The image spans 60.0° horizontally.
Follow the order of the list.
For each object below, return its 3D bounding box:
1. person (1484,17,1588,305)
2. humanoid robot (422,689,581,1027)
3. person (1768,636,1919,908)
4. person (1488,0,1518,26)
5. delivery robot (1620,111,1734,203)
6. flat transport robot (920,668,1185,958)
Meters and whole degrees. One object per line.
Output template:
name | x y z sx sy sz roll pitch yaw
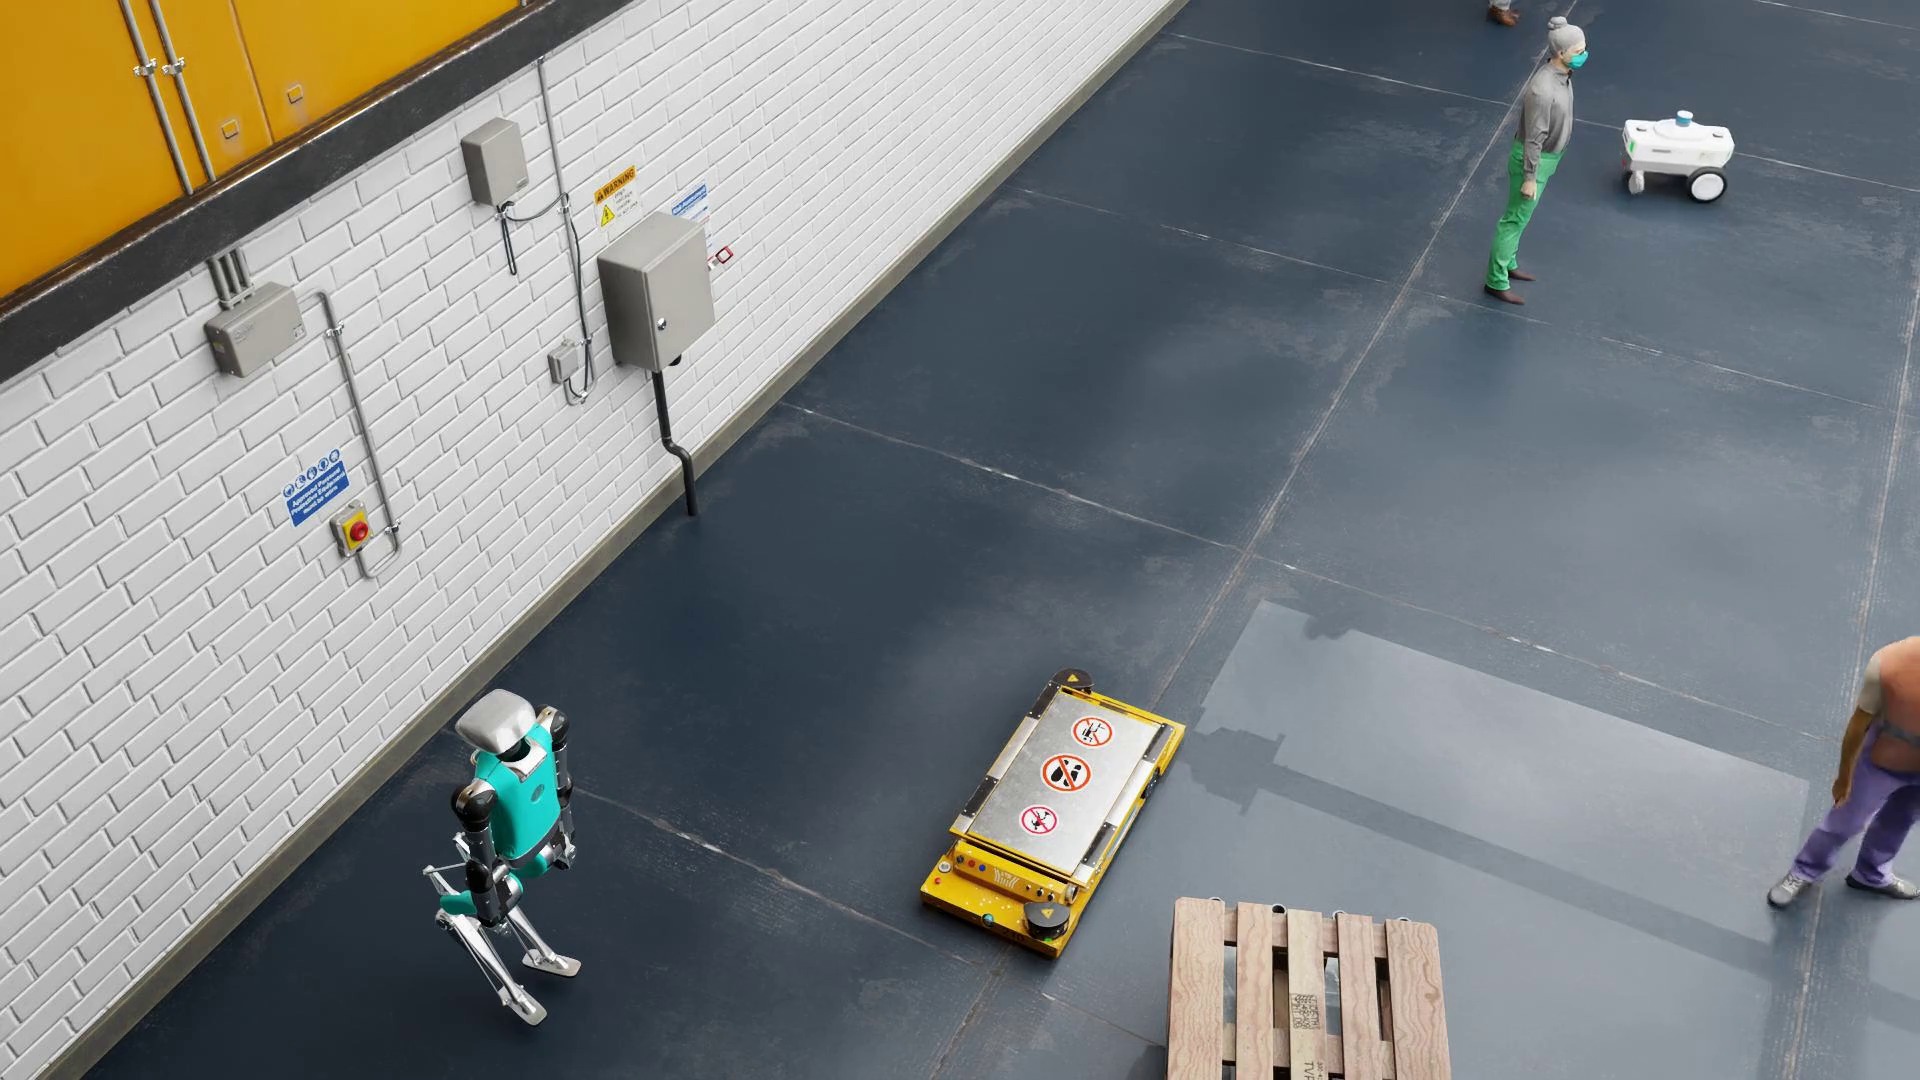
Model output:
person | 3.602 -2.365 10.380 0.340 1.839 0.509 19 44 20
humanoid robot | -1.786 1.151 6.277 0.735 1.677 0.533 19 44 21
person | 3.834 0.867 6.663 0.731 1.806 0.389 1 41 1
person | 4.680 -5.032 13.634 0.422 1.619 0.472 17 44 19
delivery robot | 5.096 -2.732 11.797 0.780 0.609 0.523 7 41 8
flat transport robot | 0.447 1.178 7.472 0.659 0.231 1.431 19 44 21
